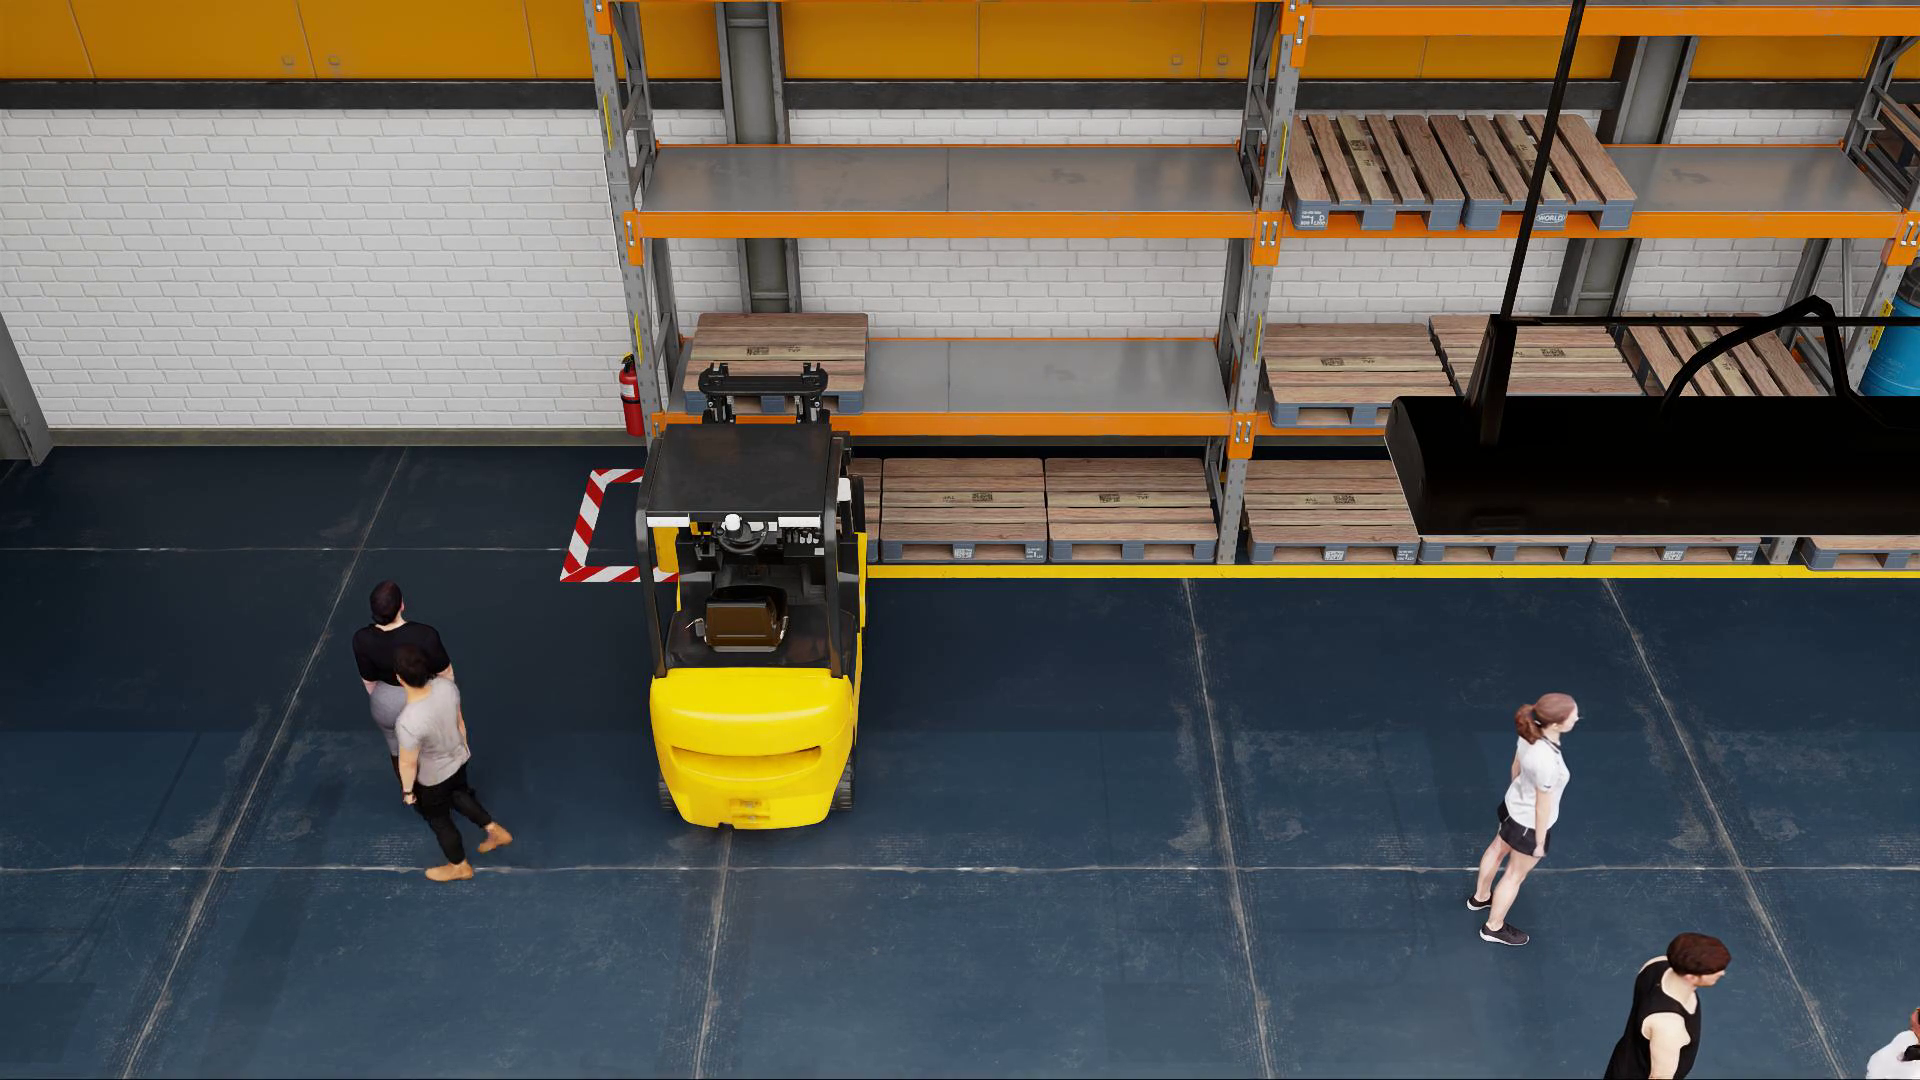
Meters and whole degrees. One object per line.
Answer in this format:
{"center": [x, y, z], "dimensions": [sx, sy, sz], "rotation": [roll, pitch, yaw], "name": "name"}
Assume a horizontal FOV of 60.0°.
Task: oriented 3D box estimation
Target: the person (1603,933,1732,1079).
{"center": [3.152, 2.448, 7.656], "dimensions": [0.660, 1.892, 0.729], "rotation": [8, 39, 10], "name": "person"}

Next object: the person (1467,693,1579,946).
{"center": [3.044, 1.488, 8.970], "dimensions": [0.566, 1.752, 0.563], "rotation": [-2, 39, -2], "name": "person"}

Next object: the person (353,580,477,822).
{"center": [-3.161, 0.949, 9.639], "dimensions": [0.572, 1.760, 0.748], "rotation": [-3, 39, -4], "name": "person"}

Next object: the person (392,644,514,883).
{"center": [-2.835, 1.259, 9.287], "dimensions": [0.774, 1.713, 0.703], "rotation": [10, 40, 12], "name": "person"}
